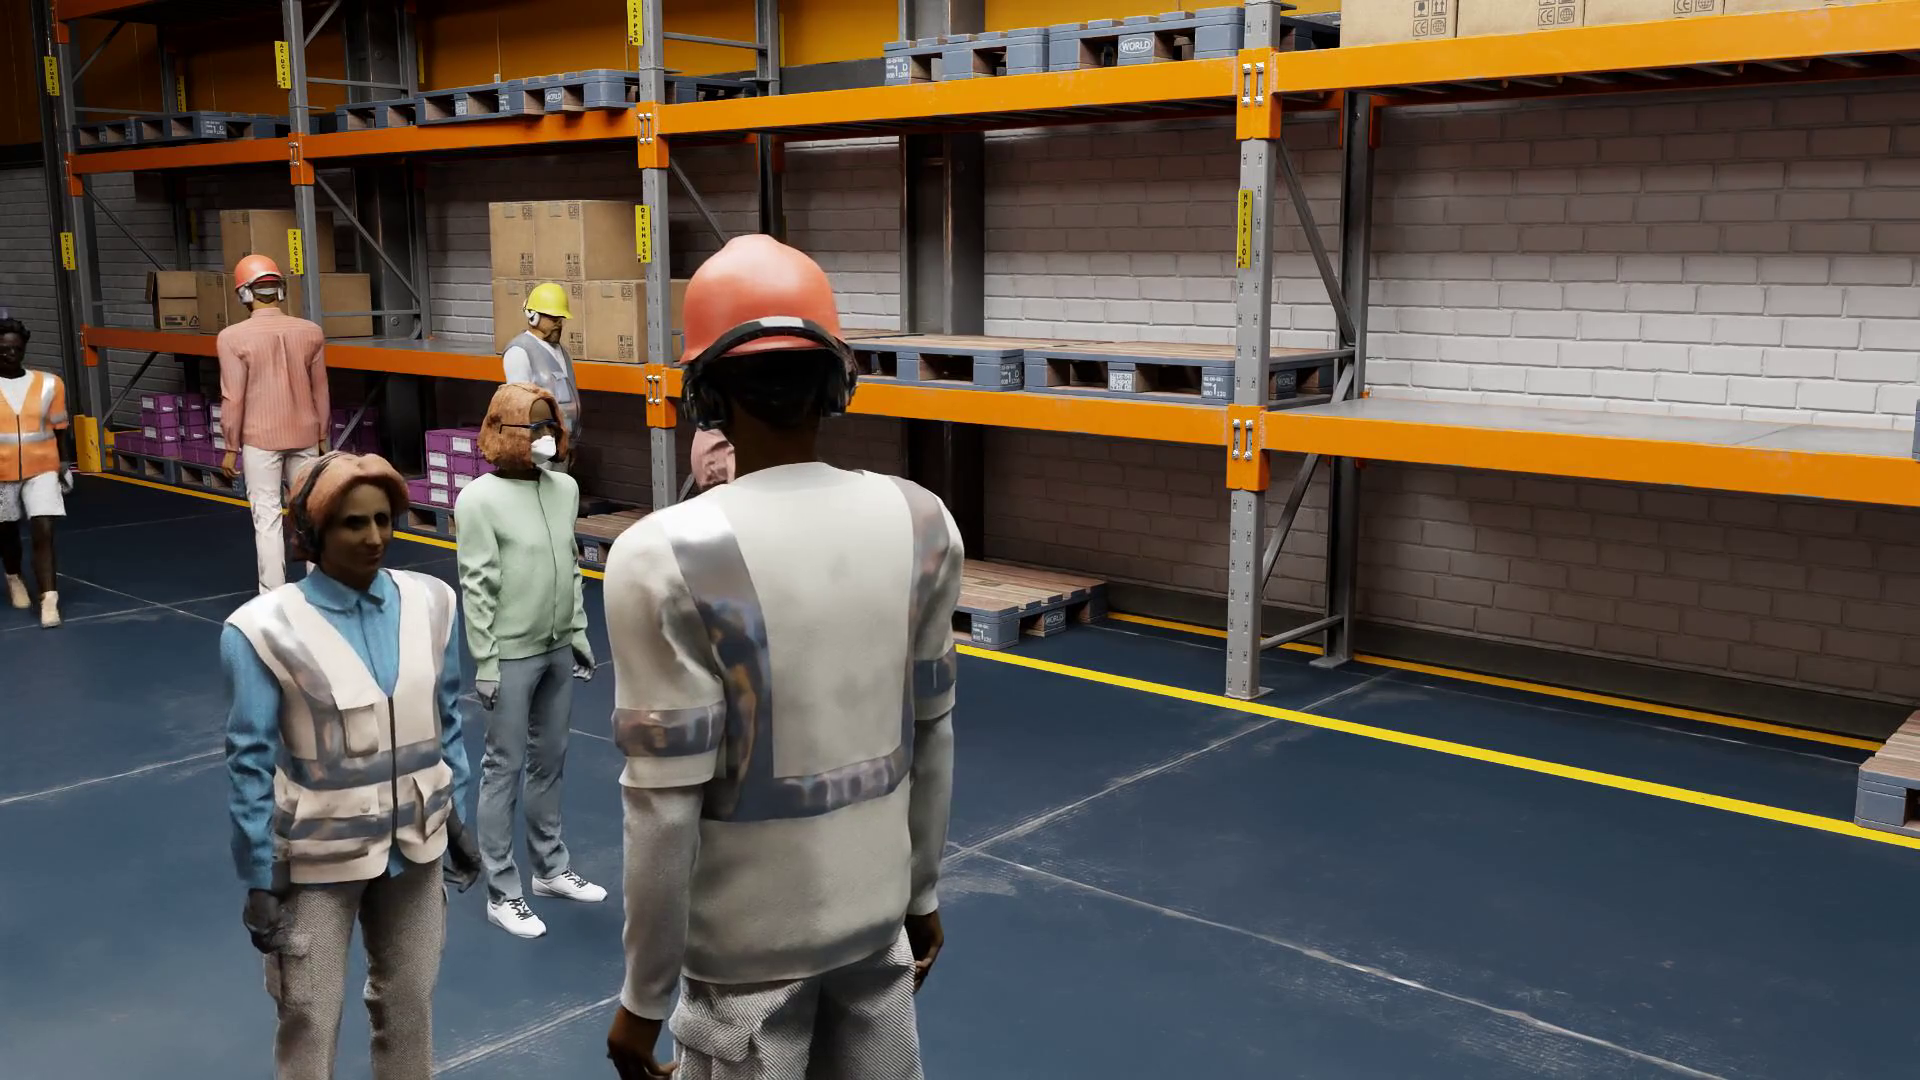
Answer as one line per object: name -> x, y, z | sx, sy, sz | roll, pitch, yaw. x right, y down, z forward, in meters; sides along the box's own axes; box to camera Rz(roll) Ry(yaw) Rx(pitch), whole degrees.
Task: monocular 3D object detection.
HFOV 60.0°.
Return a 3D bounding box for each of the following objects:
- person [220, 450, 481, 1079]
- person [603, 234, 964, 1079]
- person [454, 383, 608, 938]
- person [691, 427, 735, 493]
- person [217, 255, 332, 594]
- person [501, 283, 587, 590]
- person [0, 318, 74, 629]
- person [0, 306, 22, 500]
person -> -1.192, 0.636, 3.308 | 0.310, 1.636, 0.523 | 8, 13, 37
person -> -0.276, 0.567, 2.551 | 0.613, 2.039, 0.389 | -9, 14, -42
person -> -1.281, 0.345, 4.976 | 0.284, 1.633, 0.500 | 5, 11, 24
person -> -0.903, -0.128, 6.891 | 0.409, 1.907, 0.651 | 0, 10, 3
person -> -3.694, -0.534, 8.980 | 0.393, 1.986, 0.609 | 8, 13, 40
person -> -2.394, -0.570, 9.654 | 0.404, 1.821, 0.587 | 2, 10, 13
person -> -5.132, -0.382, 9.057 | 0.545, 1.657, 0.879 | -6, 12, -32
person -> -7.756, -1.252, 13.238 | 0.409, 1.932, 0.552 | 5, 11, 26
